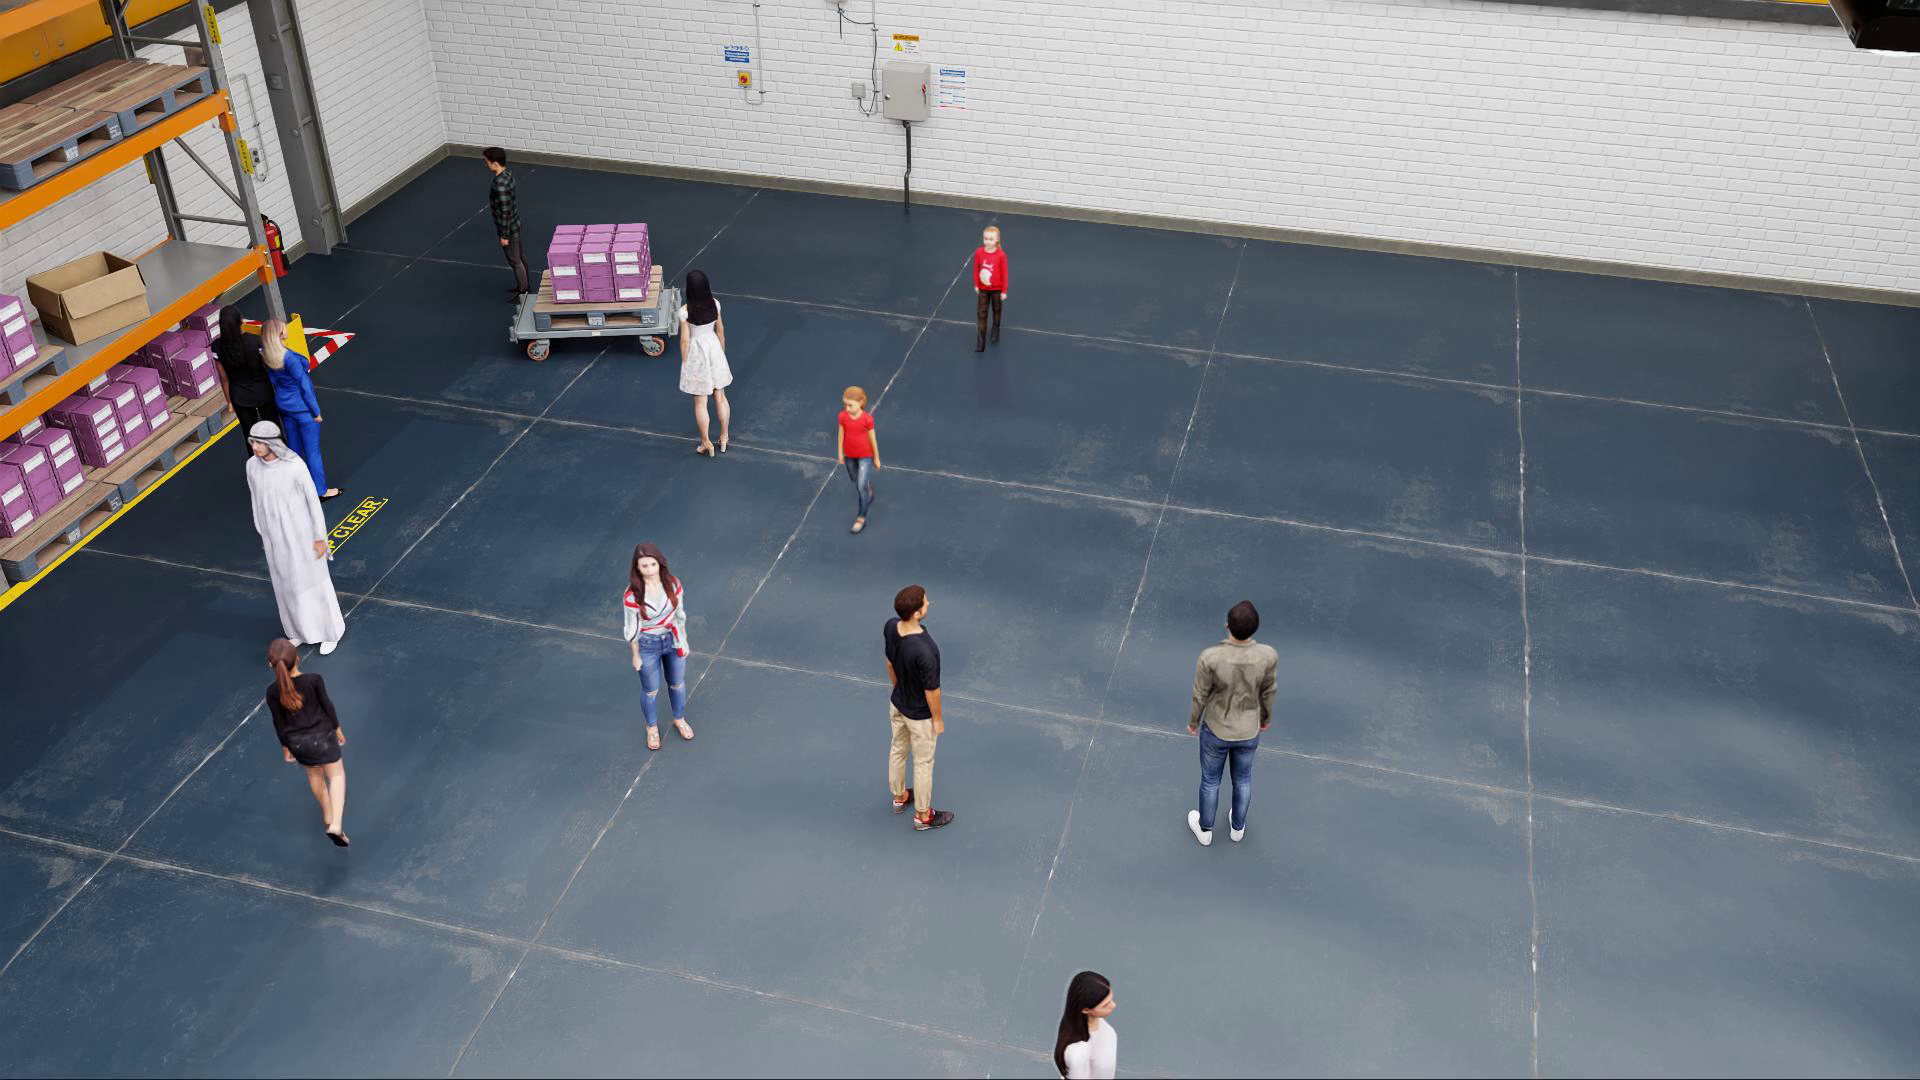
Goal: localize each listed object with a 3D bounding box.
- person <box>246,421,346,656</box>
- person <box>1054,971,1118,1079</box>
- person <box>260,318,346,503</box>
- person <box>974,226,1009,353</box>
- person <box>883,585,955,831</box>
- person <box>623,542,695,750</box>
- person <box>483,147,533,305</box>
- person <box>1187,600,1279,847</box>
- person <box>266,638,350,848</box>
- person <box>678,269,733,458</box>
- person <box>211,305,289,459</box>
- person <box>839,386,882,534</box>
[{"bbox_3d":[-4.924,-0.032,12.268,0.697,1.926,0.623,7,34,10],"label":"person"},{"bbox_3d":[0.593,2.763,8.170,0.688,1.808,0.478,6,34,8],"label":"person"},{"bbox_3d":[-5.625,-1.103,14.083,0.677,1.701,0.650,19,38,26],"label":"person"},{"bbox_3d":[0.326,-2.541,16.655,0.531,1.249,0.879,6,34,9],"label":"person"},{"bbox_3d":[-0.298,1.066,10.677,0.724,1.859,0.705,-24,41,-32],"label":"person"},{"bbox_3d":[-2.072,0.711,11.433,0.663,1.613,0.715,-16,37,-23],"label":"person"},{"bbox_3d":[-4.724,-3.311,17.454,0.775,1.711,0.629,-4,34,-5],"label":"person"},{"bbox_3d":[1.710,1.176,10.506,0.783,1.865,0.732,-4,34,-5],"label":"person"},{"bbox_3d":[-4.131,1.304,10.605,0.795,1.542,0.953,-9,35,-13],"label":"person"},{"bbox_3d":[-2.261,-1.566,14.713,0.769,1.774,0.835,-20,38,-27],"label":"person"},{"bbox_3d":[-6.050,-1.219,14.233,0.707,1.728,0.727,-7,34,-11],"label":"person"},{"bbox_3d":[-0.820,-0.747,13.926,0.564,1.283,0.868,10,35,14],"label":"person"}]
